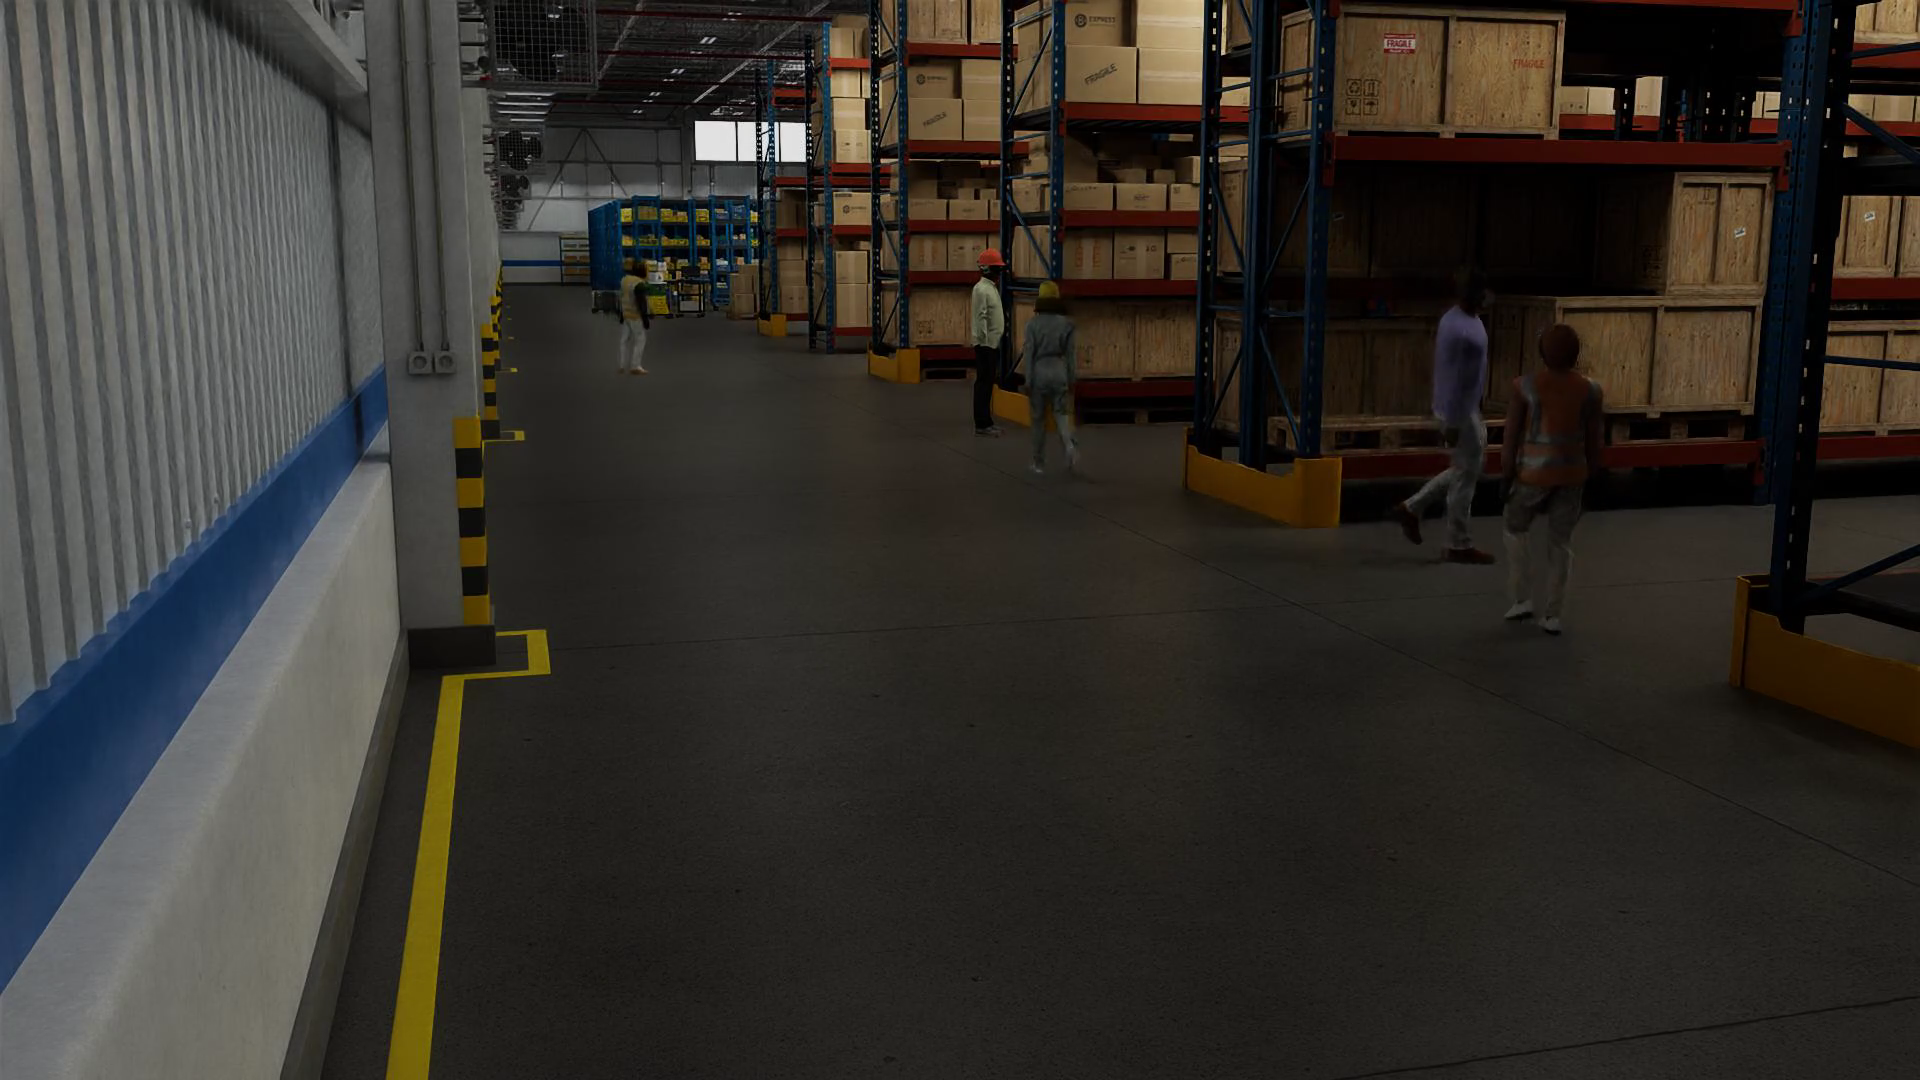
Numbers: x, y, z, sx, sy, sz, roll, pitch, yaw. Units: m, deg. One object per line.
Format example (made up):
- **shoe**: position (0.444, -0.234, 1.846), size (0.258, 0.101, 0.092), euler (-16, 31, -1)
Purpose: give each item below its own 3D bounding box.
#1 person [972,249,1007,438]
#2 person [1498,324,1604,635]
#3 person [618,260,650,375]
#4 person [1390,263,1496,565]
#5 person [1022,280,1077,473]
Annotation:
- **person**: position (0.309, -2.092, 17.727), size (0.382, 1.995, 0.612), euler (2, 10, 12)
- **person**: position (3.087, -0.321, 8.757), size (0.539, 1.617, 0.473), euler (0, 10, 1)
- **person**: position (-5.171, -3.517, 26.366), size (0.439, 1.806, 0.779), euler (-8, 13, -37)
- **person**: position (3.147, -0.805, 10.658), size (0.610, 1.921, 0.640), euler (4, 11, 24)
- **person**: position (0.811, -1.431, 14.761), size (0.489, 1.729, 0.546), euler (-3, 10, -15)
